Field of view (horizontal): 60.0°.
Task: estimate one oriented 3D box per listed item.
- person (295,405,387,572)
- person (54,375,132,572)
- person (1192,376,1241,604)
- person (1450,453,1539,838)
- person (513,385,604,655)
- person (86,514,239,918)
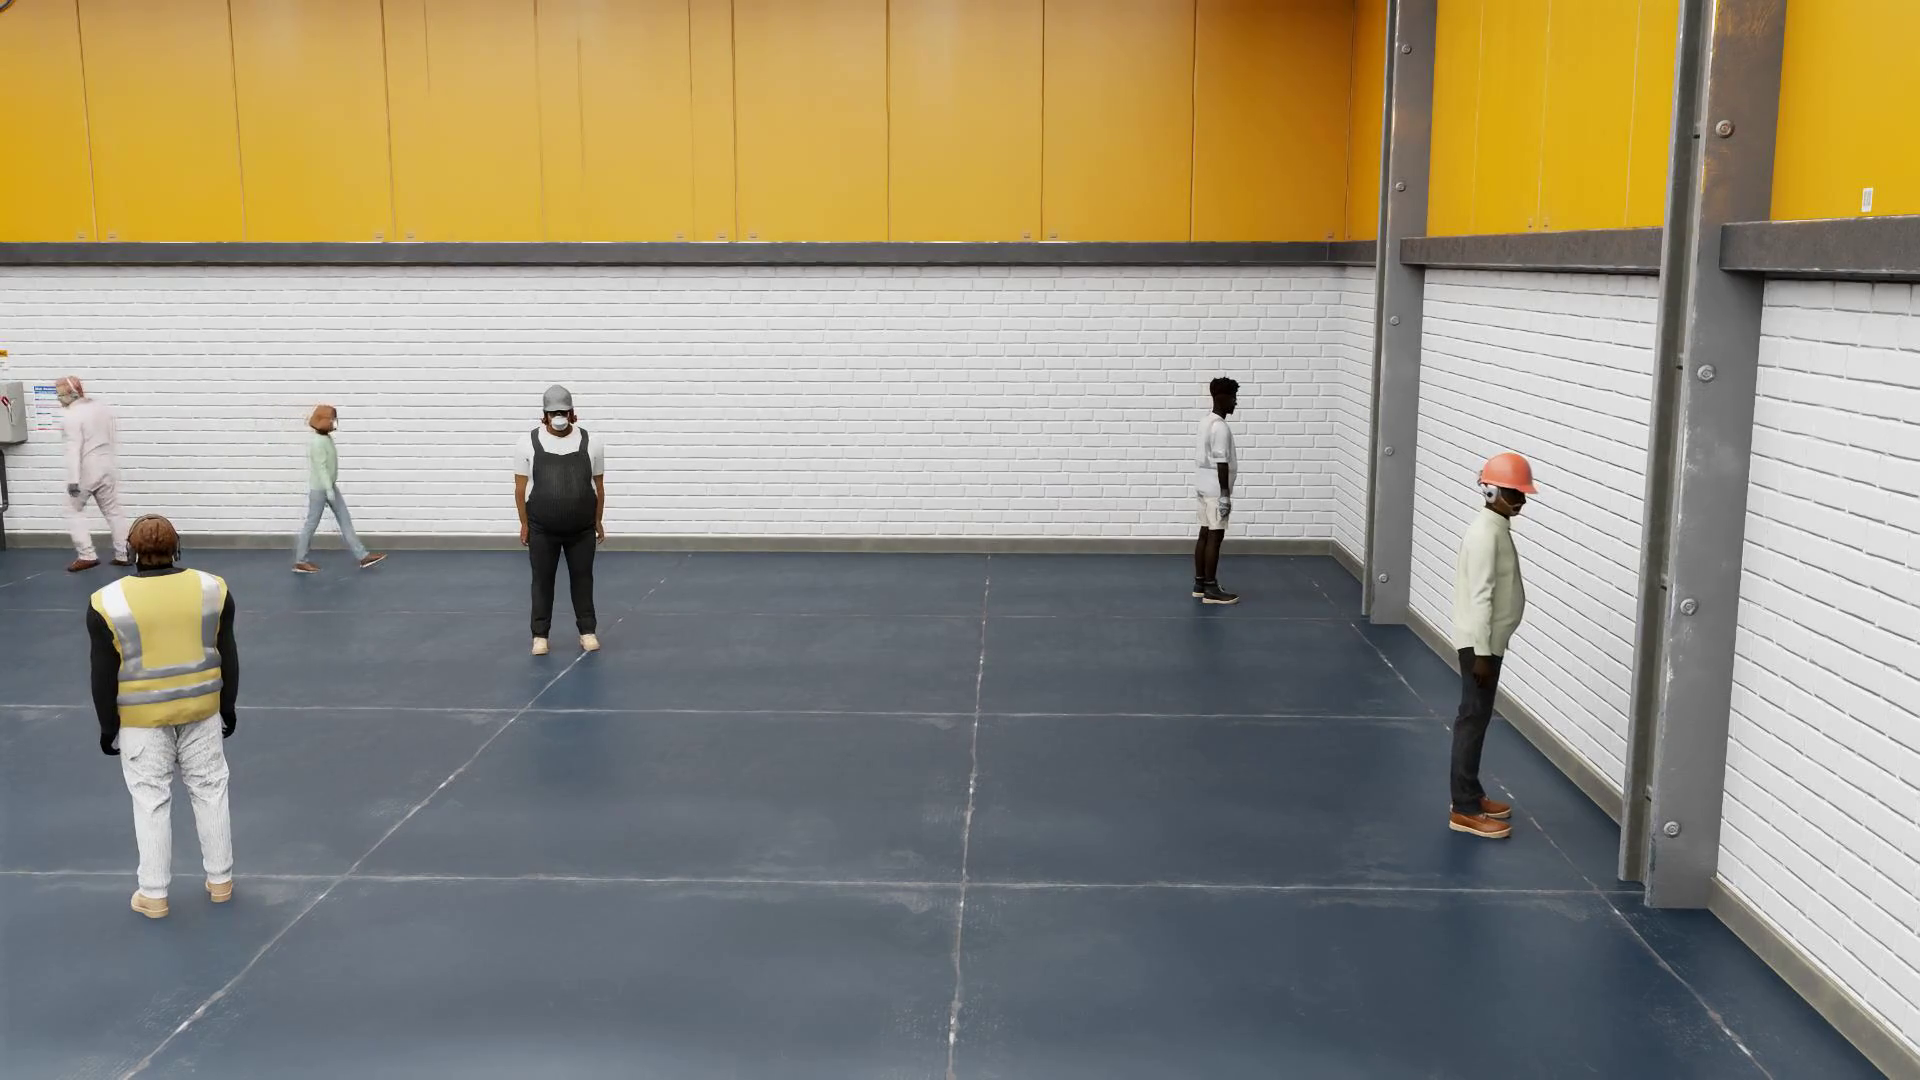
[{"bbox_3d":[-5.936,-0.478,15.742,0.855,1.582,0.528,-1,10,-4],"label":"person"},{"bbox_3d":[-8.293,-0.626,15.828,0.576,1.876,0.734,1,10,6],"label":"person"},{"bbox_3d":[2.225,-0.438,14.426,0.364,1.962,0.613,-1,10,-8],"label":"person"},{"bbox_3d":[2.769,0.532,8.682,0.400,1.987,0.612,4,10,22],"label":"person"},{"bbox_3d":[-2.993,-0.156,12.551,0.681,2.000,0.538,-4,10,-20],"label":"person"},{"bbox_3d":[-3.613,0.793,7.583,0.627,1.844,0.429,-8,13,-39],"label":"person"}]
